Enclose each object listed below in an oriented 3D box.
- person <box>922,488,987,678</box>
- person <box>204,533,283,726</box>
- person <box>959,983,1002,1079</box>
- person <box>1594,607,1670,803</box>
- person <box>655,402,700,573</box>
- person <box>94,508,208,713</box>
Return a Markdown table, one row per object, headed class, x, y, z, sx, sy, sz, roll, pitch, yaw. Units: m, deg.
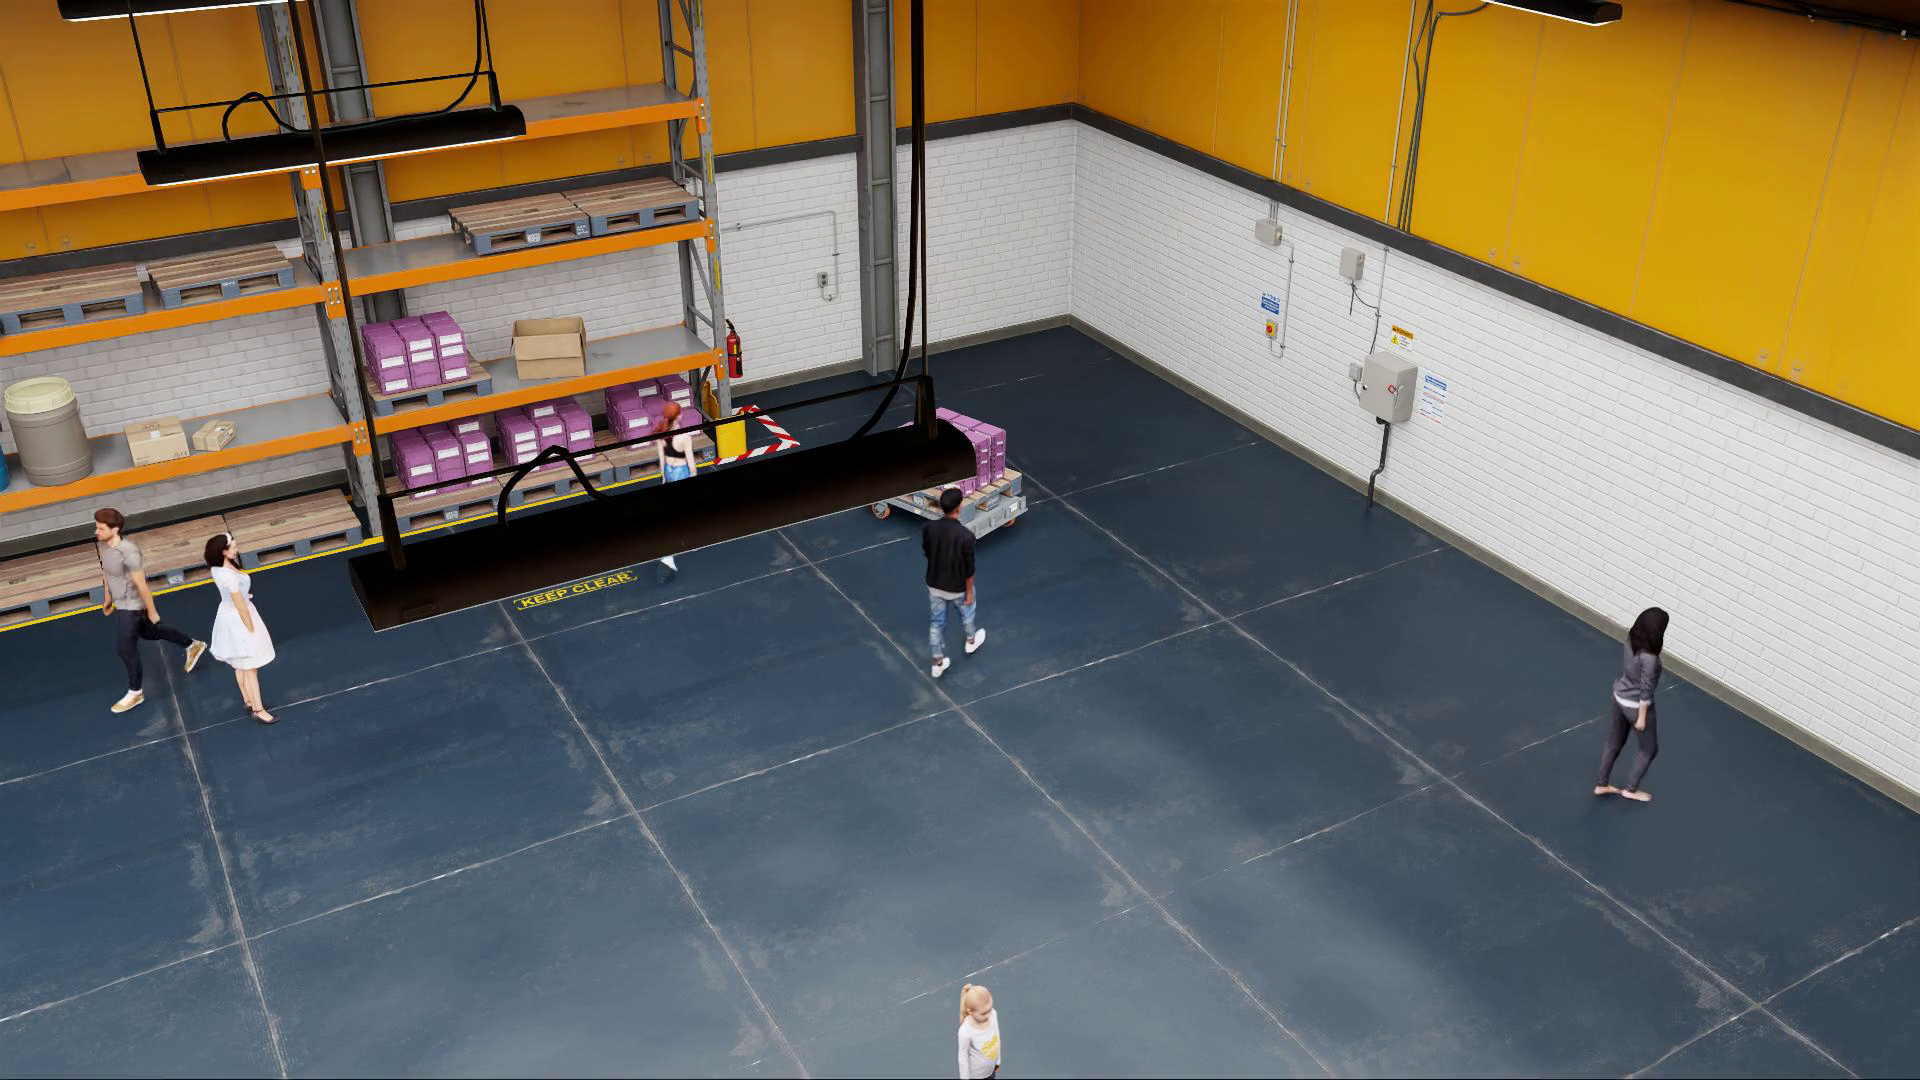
| class | x | y | z | sx | sy | sz | roll | pitch | yaw |
| --- | --- | --- | --- | --- | --- | --- | --- | --- | --- |
| person | -0.145 | 0.417 | 14.863 | 1.027 | 1.786 | 1.152 | 13 | 31 | 22 |
| person | -6.145 | 0.765 | 14.200 | 0.761 | 1.811 | 0.736 | -21 | 35 | -33 |
| person | 0.108 | 3.232 | 10.233 | 0.593 | 1.277 | 0.500 | 24 | 37 | 37 |
| person | 5.271 | 1.328 | 13.229 | 0.775 | 1.751 | 0.734 | -4 | 29 | -8 |
| person | -2.828 | -0.518 | 16.605 | 0.979 | 1.758 | 1.179 | 14 | 31 | 24 |
| person | -7.178 | 0.529 | 14.582 | 0.925 | 1.858 | 1.290 | 22 | 36 | 35 |
